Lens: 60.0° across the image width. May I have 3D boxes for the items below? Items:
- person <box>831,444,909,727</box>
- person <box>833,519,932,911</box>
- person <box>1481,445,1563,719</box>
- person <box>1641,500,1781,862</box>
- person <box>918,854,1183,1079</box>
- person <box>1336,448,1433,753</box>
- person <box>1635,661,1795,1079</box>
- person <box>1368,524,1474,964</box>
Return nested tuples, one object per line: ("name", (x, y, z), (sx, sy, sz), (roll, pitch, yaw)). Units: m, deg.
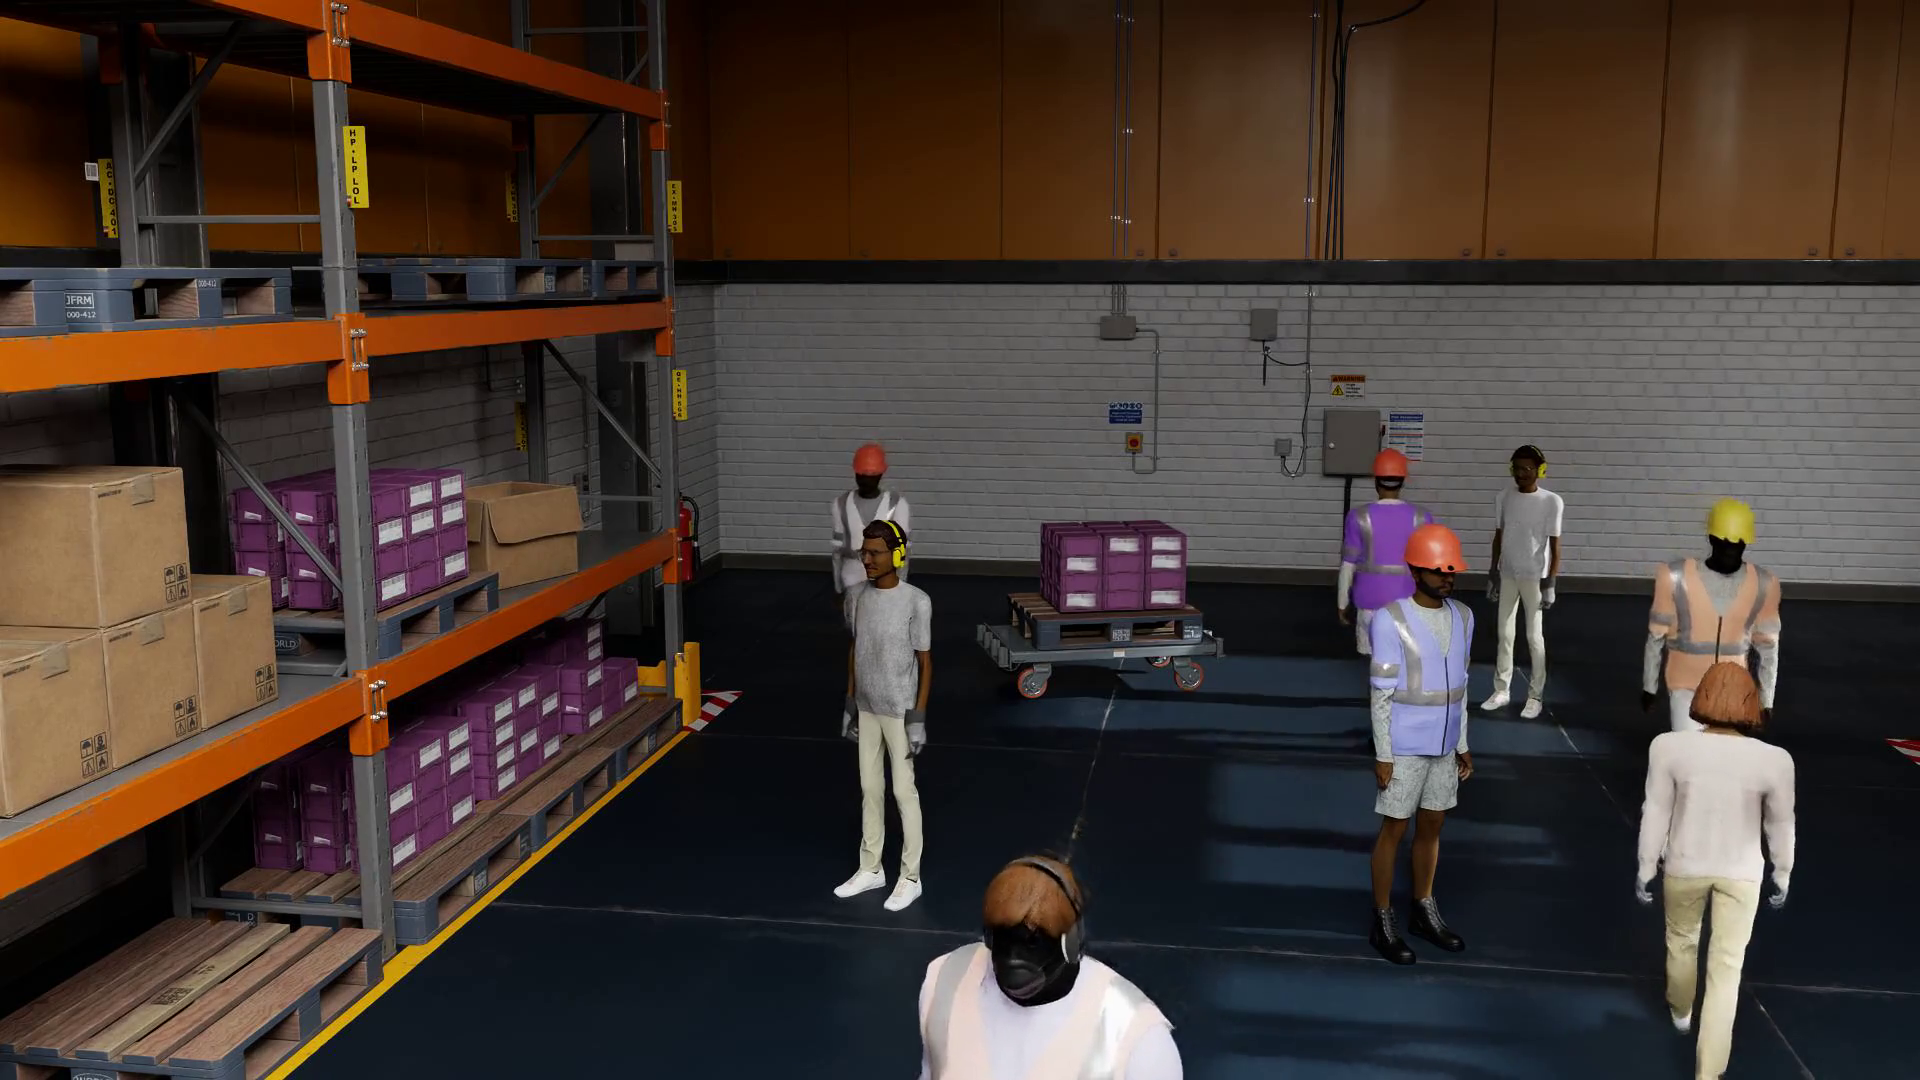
("person", (-0.601, 0.263, 11.346), (0.542, 1.903, 0.880), (1, 9, 4))
("person", (-0.367, 0.824, 7.942), (0.509, 1.872, 0.328), (7, 11, 36))
("person", (3.828, 0.277, 11.350), (0.316, 1.861, 0.505), (-8, 13, -42))
("person", (3.776, 0.739, 8.353), (0.608, 1.901, 0.497), (1, 9, 8))
("person", (0.126, 1.570, 3.545), (0.661, 1.794, 0.935), (4, 10, 25))
("person", (2.683, 0.367, 10.618), (0.567, 1.911, 0.787), (0, 9, 3))
("person", (2.843, 1.235, 6.262), (0.525, 1.588, 0.851), (5, 11, 29))
("person", (2.048, 0.887, 7.340), (0.544, 1.939, 0.354), (-5, 10, -28))
